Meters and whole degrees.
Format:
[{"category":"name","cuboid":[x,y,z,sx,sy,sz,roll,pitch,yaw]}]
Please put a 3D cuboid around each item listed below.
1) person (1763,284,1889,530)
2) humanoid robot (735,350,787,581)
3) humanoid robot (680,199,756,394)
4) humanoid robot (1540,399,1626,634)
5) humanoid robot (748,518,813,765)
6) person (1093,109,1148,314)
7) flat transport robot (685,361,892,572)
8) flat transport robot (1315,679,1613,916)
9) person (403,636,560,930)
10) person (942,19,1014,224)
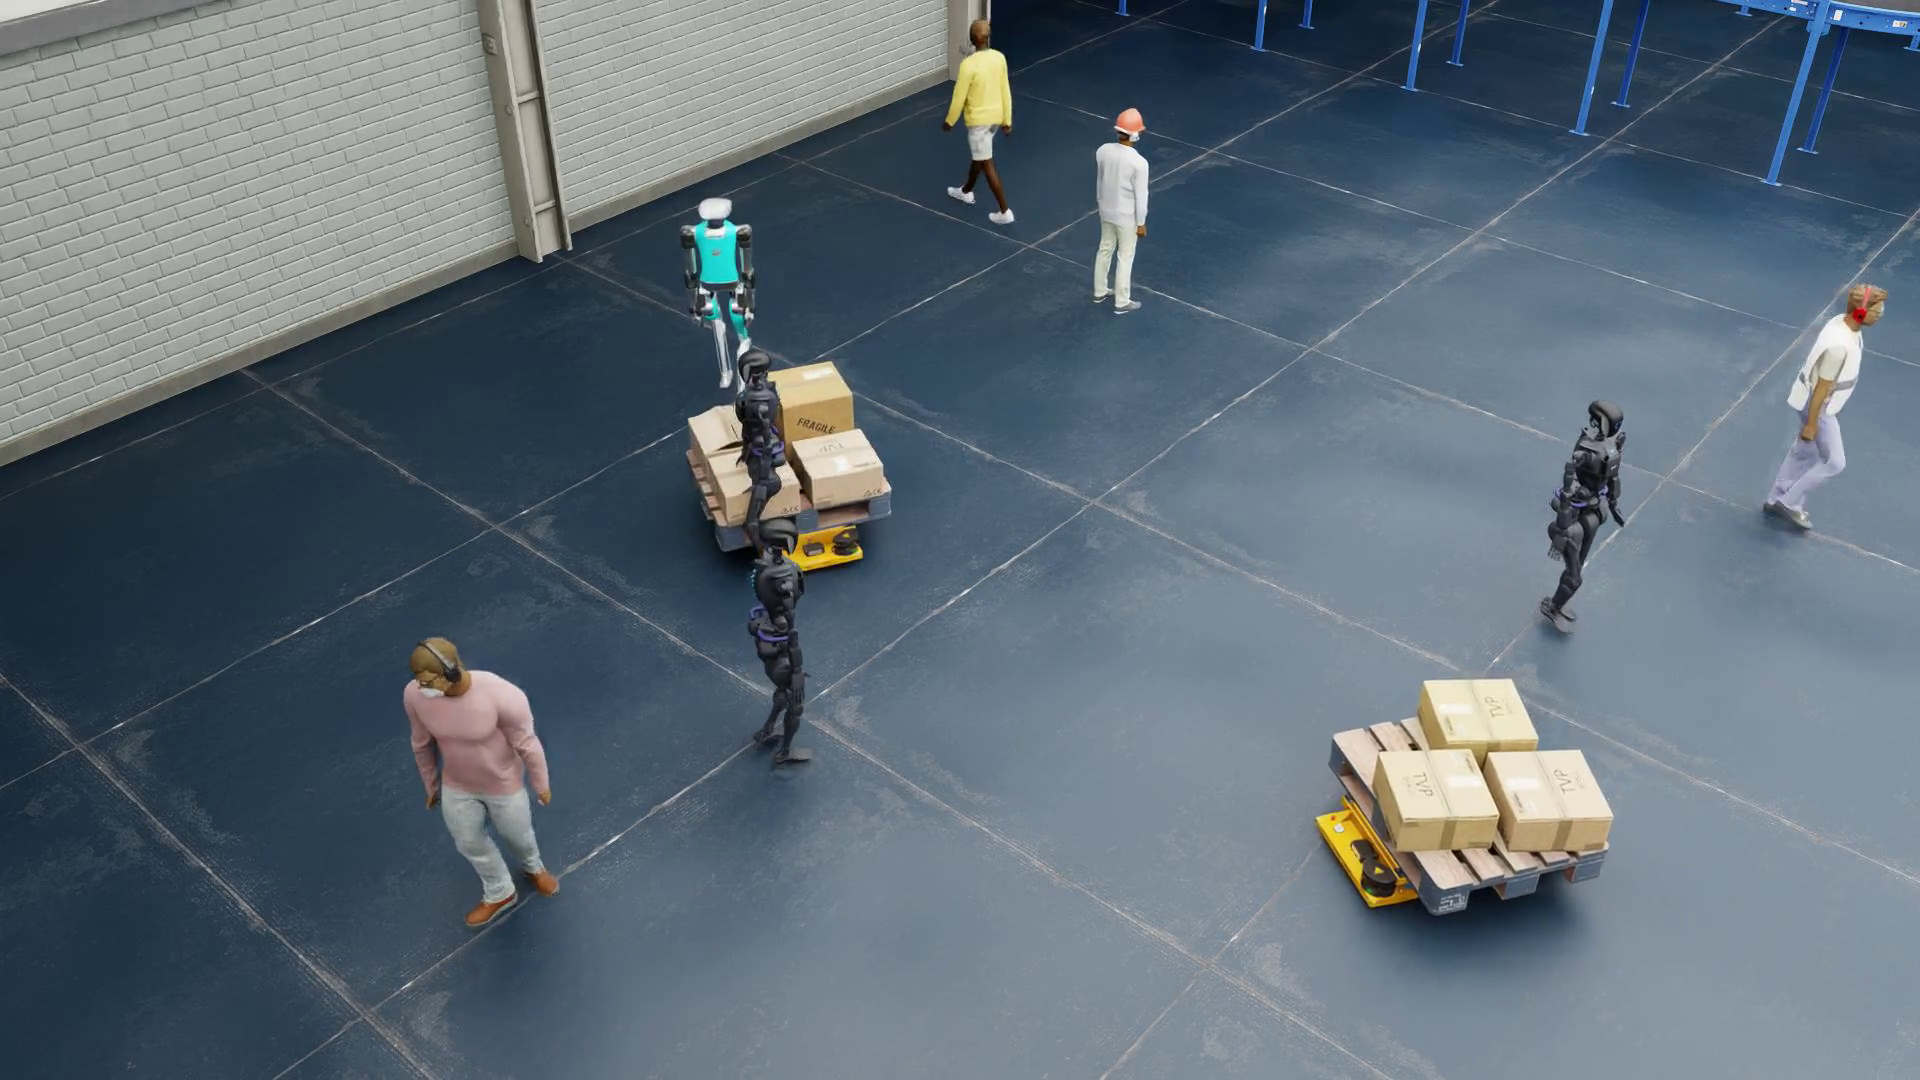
[{"category":"person","cuboid":[5.898,-0.893,11.295,0.519,1.827,0.585,18,39,23]},{"category":"humanoid robot","cuboid":[-1.316,-0.507,10.880,0.336,1.651,0.593,-11,37,-15]},{"category":"humanoid robot","cuboid":[-1.812,-1.893,12.777,0.530,1.757,0.815,-2,35,-3]},{"category":"humanoid robot","cuboid":[3.903,-0.156,10.382,0.599,1.662,0.349,-23,41,-29]},{"category":"humanoid robot","cuboid":[-1.019,0.584,9.348,0.346,1.638,0.598,-13,37,-17]},{"category":"person","cuboid":[1.381,-2.775,14.012,0.353,1.743,0.565,-25,43,-31]},{"category":"flat transport robot","cuboid":[-1.217,-0.250,11.739,0.659,0.231,1.431,-12,37,-17]},{"category":"flat transport robot","cuboid":[2.755,1.584,9.163,1.431,0.231,0.659,-10,37,-13]},{"category":"person","cuboid":[-2.357,1.164,8.351,0.655,1.899,0.541,5,36,7]},{"category":"person","cuboid":[0.213,-3.912,15.520,0.988,1.852,0.541,29,45,34]}]
